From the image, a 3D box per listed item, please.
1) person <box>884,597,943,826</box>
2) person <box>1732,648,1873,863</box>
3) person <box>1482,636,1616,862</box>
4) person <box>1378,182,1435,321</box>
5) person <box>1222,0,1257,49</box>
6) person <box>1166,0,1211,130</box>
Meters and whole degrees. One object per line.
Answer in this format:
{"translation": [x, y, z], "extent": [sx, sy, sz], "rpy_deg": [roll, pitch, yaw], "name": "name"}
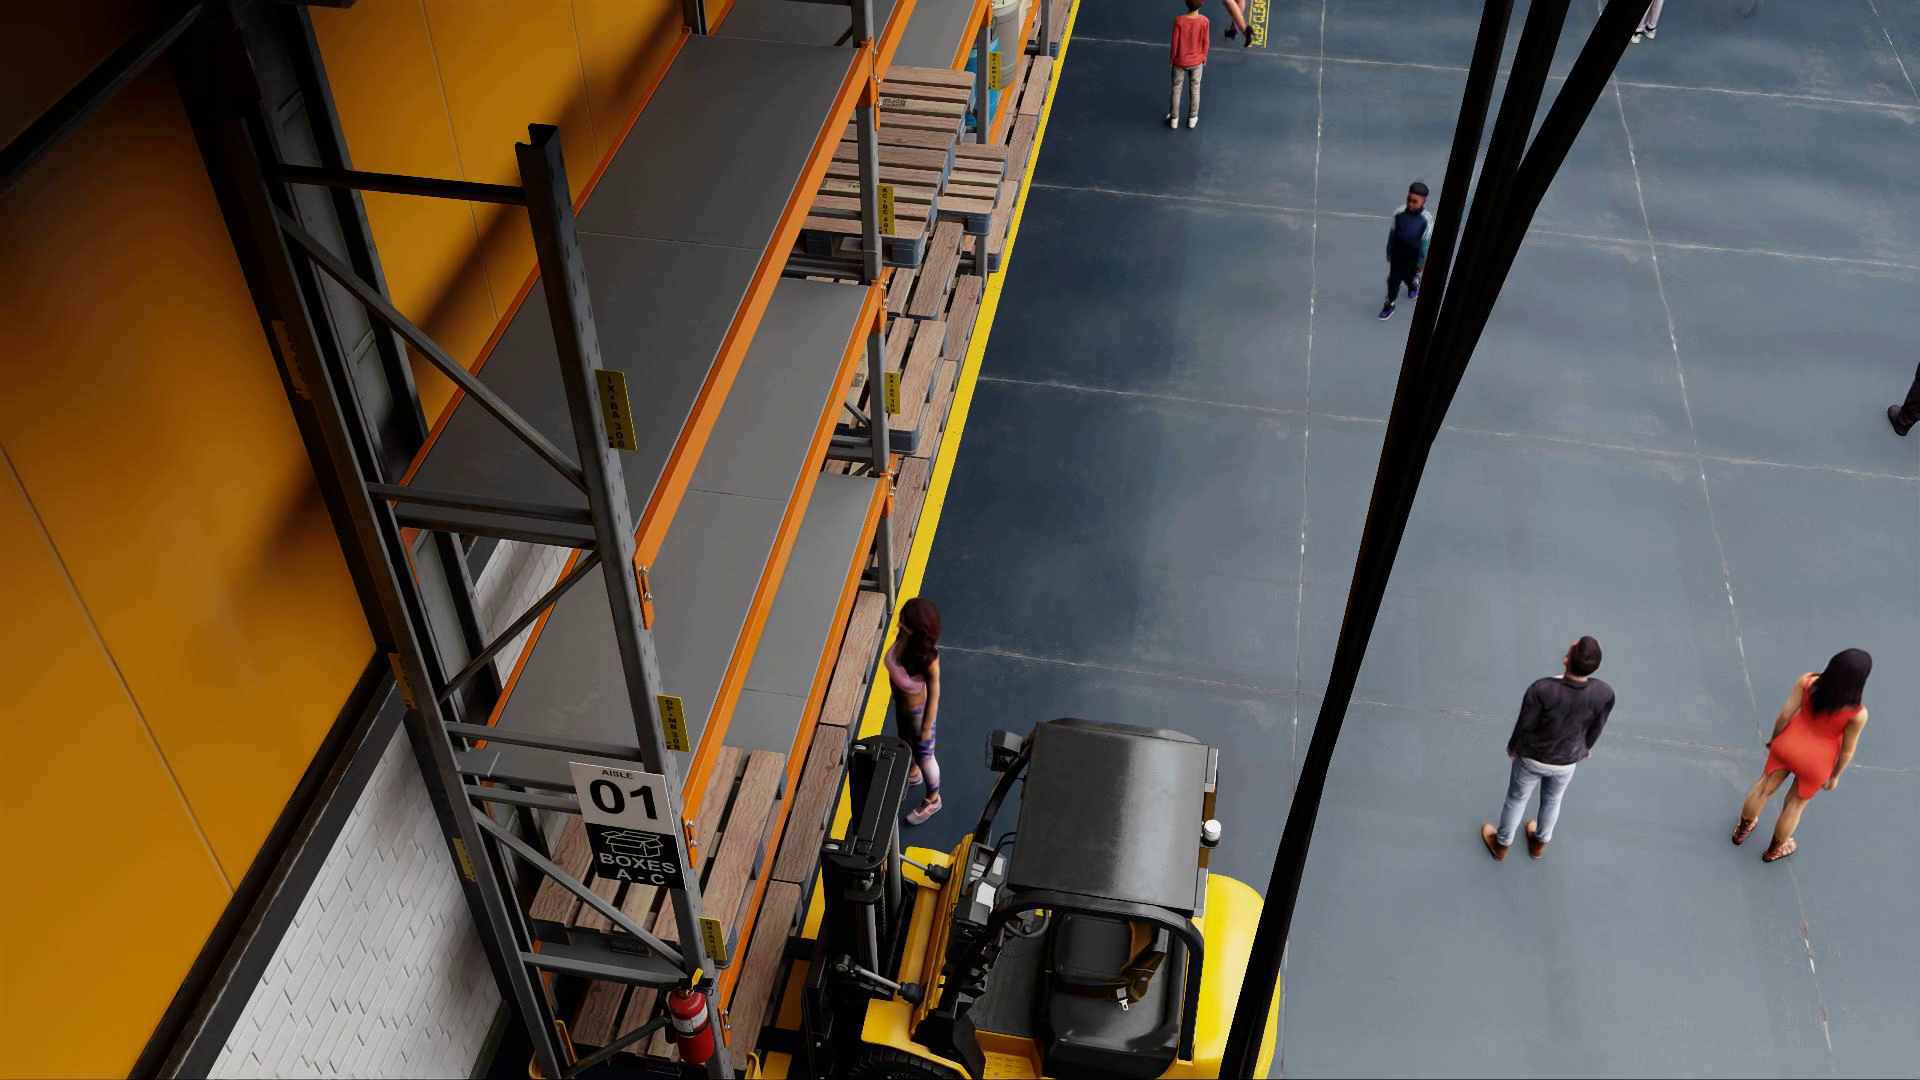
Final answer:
{"translation": [-0.266, 0.992, 9.889], "extent": [0.742, 1.767, 0.666], "rpy_deg": [-21, 48, -21], "name": "person"}
{"translation": [4.902, 1.242, 9.662], "extent": [0.702, 1.719, 0.661], "rpy_deg": [-31, 52, -28], "name": "person"}
{"translation": [3.398, 1.227, 9.593], "extent": [0.686, 1.836, 0.603], "rpy_deg": [1, 44, 1], "name": "person"}
{"translation": [3.760, -2.435, 13.864], "extent": [0.675, 1.246, 0.813], "rpy_deg": [25, 49, 24], "name": "person"}
{"translation": [2.927, -5.850, 17.147], "extent": [0.877, 1.663, 0.964], "rpy_deg": [-21, 47, -20], "name": "person"}
{"translation": [2.208, -4.654, 16.069], "extent": [0.546, 1.418, 0.508], "rpy_deg": [1, 44, 1], "name": "person"}
